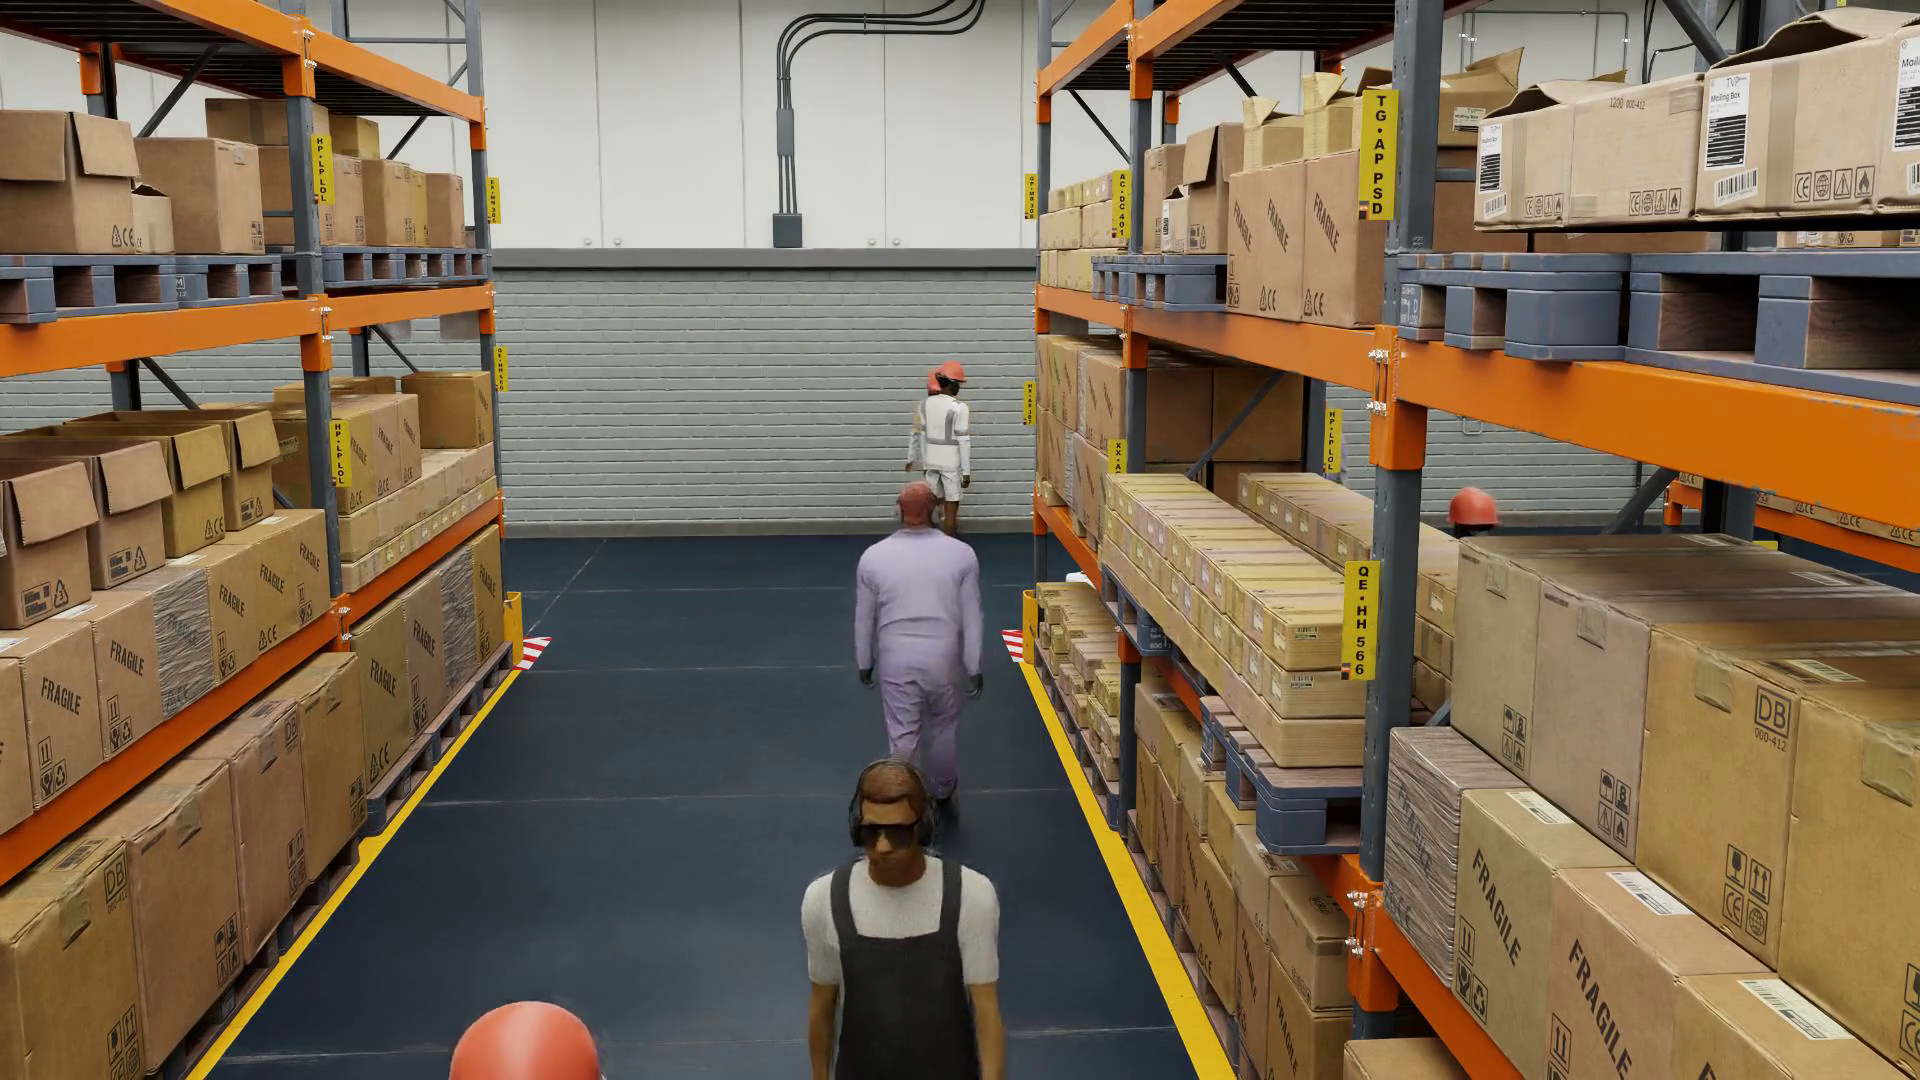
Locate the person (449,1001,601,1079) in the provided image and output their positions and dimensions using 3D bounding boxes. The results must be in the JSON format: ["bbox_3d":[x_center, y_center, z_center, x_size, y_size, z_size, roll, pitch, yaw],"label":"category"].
[{"bbox_3d":[-0.639,1.644,2.539,0.651,1.939,1.034,-1,10,-9],"label":"person"}]

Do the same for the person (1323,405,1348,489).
[{"bbox_3d":[3.025,-0.306,14.336,0.601,1.866,0.866,-4,10,-21],"label":"person"}]

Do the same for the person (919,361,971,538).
[{"bbox_3d":[-0.122,-0.742,16.355,0.615,2.031,0.403,8,13,40],"label":"person"}]

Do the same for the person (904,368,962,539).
[{"bbox_3d":[-0.277,-0.831,17.235,0.718,1.916,0.428,8,13,39],"label":"person"}]

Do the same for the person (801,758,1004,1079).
[{"bbox_3d":[-0.145,1.415,4.315,0.512,1.810,0.919,0,10,-1],"label":"person"}]

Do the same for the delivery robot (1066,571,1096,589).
[{"bbox_3d":[1.180,0.412,13.609,0.477,0.478,0.707,-6,11,-32],"label":"delivery robot"}]

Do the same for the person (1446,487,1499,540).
[{"bbox_3d":[2.555,0.677,8.433,0.565,1.878,1.001,-1,10,-6],"label":"person"}]

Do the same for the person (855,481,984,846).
[{"bbox_3d":[-0.214,0.613,8.830,0.676,1.862,0.966,0,10,0],"label":"person"}]
